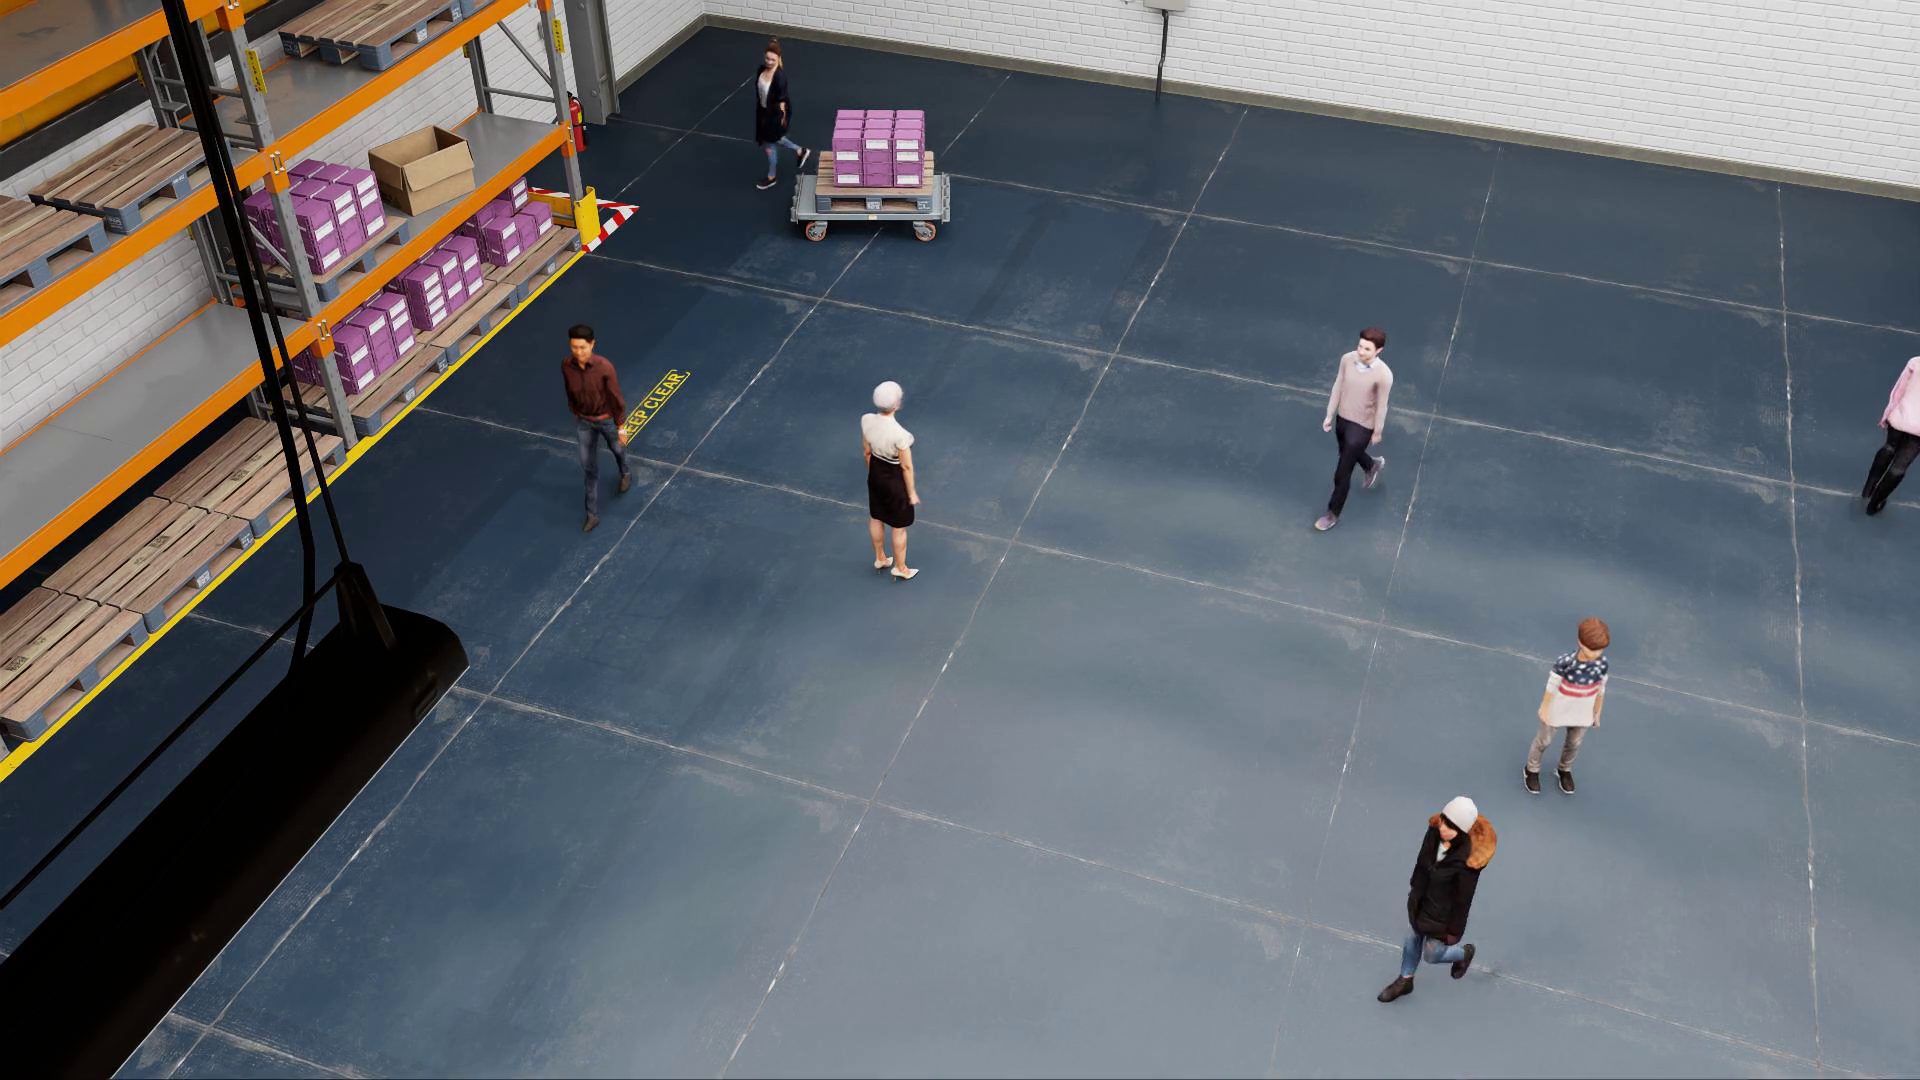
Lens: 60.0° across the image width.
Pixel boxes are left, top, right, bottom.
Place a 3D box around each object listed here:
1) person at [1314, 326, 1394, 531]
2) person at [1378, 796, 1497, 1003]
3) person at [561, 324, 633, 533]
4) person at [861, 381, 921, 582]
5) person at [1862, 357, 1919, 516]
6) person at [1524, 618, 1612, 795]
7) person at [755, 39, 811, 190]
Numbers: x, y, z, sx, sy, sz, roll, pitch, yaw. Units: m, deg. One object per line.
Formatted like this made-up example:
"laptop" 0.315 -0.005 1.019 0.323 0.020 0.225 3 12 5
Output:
"person" 3.186 -0.952 13.226 1.172 1.786 0.988 -28 46 -30
"person" 2.806 2.074 9.567 0.963 1.624 0.893 -18 42 -21
"person" -2.863 -0.998 13.327 0.849 1.732 1.211 4 39 5
"person" -0.538 -0.426 12.594 0.699 1.753 0.649 28 46 30
"person" 7.561 -0.884 13.237 0.748 1.667 0.713 -32 48 -33
"person" 4.023 1.076 10.964 0.586 1.441 0.573 -1 39 -1
"person" -1.921 -4.581 17.866 1.035 1.667 0.937 -20 43 -23
